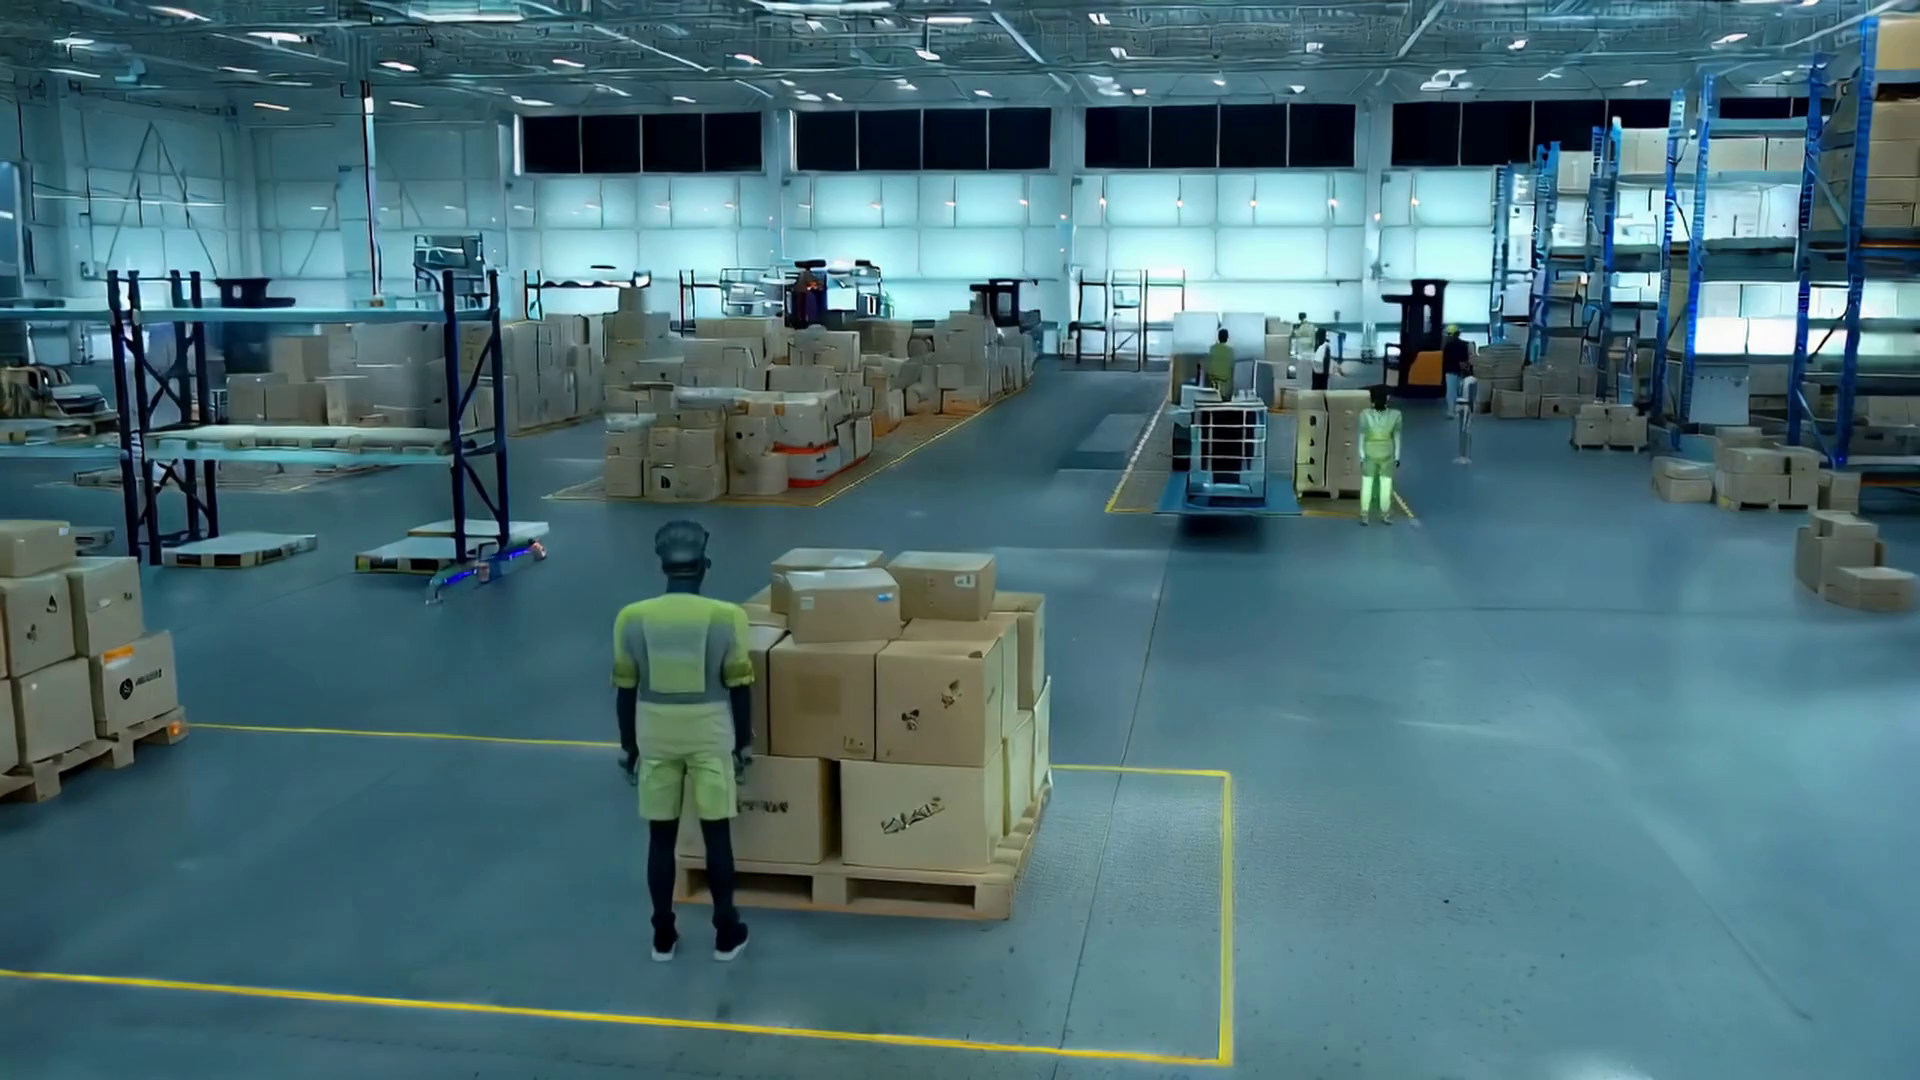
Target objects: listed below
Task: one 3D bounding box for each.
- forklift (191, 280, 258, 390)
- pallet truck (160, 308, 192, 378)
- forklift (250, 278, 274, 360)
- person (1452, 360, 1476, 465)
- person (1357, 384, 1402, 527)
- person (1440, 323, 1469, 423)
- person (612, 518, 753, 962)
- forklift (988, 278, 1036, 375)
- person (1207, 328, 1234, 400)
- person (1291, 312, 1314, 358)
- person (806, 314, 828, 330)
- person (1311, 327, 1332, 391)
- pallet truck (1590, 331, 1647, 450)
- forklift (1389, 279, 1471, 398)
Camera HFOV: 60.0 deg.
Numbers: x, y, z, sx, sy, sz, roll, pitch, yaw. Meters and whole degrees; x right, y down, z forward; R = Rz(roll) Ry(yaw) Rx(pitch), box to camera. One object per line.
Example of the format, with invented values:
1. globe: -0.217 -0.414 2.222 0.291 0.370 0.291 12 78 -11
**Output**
1. forklift: -15.675 -4.266 36.222 1.873 2.768 1.129 1 9 9
2. pallet truck: -21.869 -5.598 47.154 0.823 1.965 1.885 4 10 26
3. forklift: -18.005 -5.350 42.912 1.873 2.768 1.129 -3 10 -17
4. person: 7.915 -1.994 26.055 0.321 1.631 0.522 0 9 -1
5. person: 4.967 -0.998 19.708 0.537 1.696 0.317 0 9 -2
6. person: 9.890 -3.338 33.301 0.628 1.981 0.432 -4 10 -22
7. person: -1.203 0.882 7.294 0.608 1.963 0.372 0 9 1
8. forklift: 1.278 -6.085 47.444 1.129 2.768 1.873 6 11 34
9. person: 4.992 -3.087 31.883 0.366 1.931 0.630 -7 12 -37
10. person: 9.296 -5.250 45.321 0.574 1.885 0.970 9 13 43
11. person: -3.612 -4.753 42.159 0.644 1.925 0.504 3 10 17
12. person: 7.145 -3.258 32.968 0.392 1.920 0.587 -2 10 -15
13. pallet truck: 11.253 -2.573 28.499 0.823 1.965 1.885 5 10 27
14. forklift: 11.180 -4.837 39.748 1.129 2.768 1.873 -7 11 -35
